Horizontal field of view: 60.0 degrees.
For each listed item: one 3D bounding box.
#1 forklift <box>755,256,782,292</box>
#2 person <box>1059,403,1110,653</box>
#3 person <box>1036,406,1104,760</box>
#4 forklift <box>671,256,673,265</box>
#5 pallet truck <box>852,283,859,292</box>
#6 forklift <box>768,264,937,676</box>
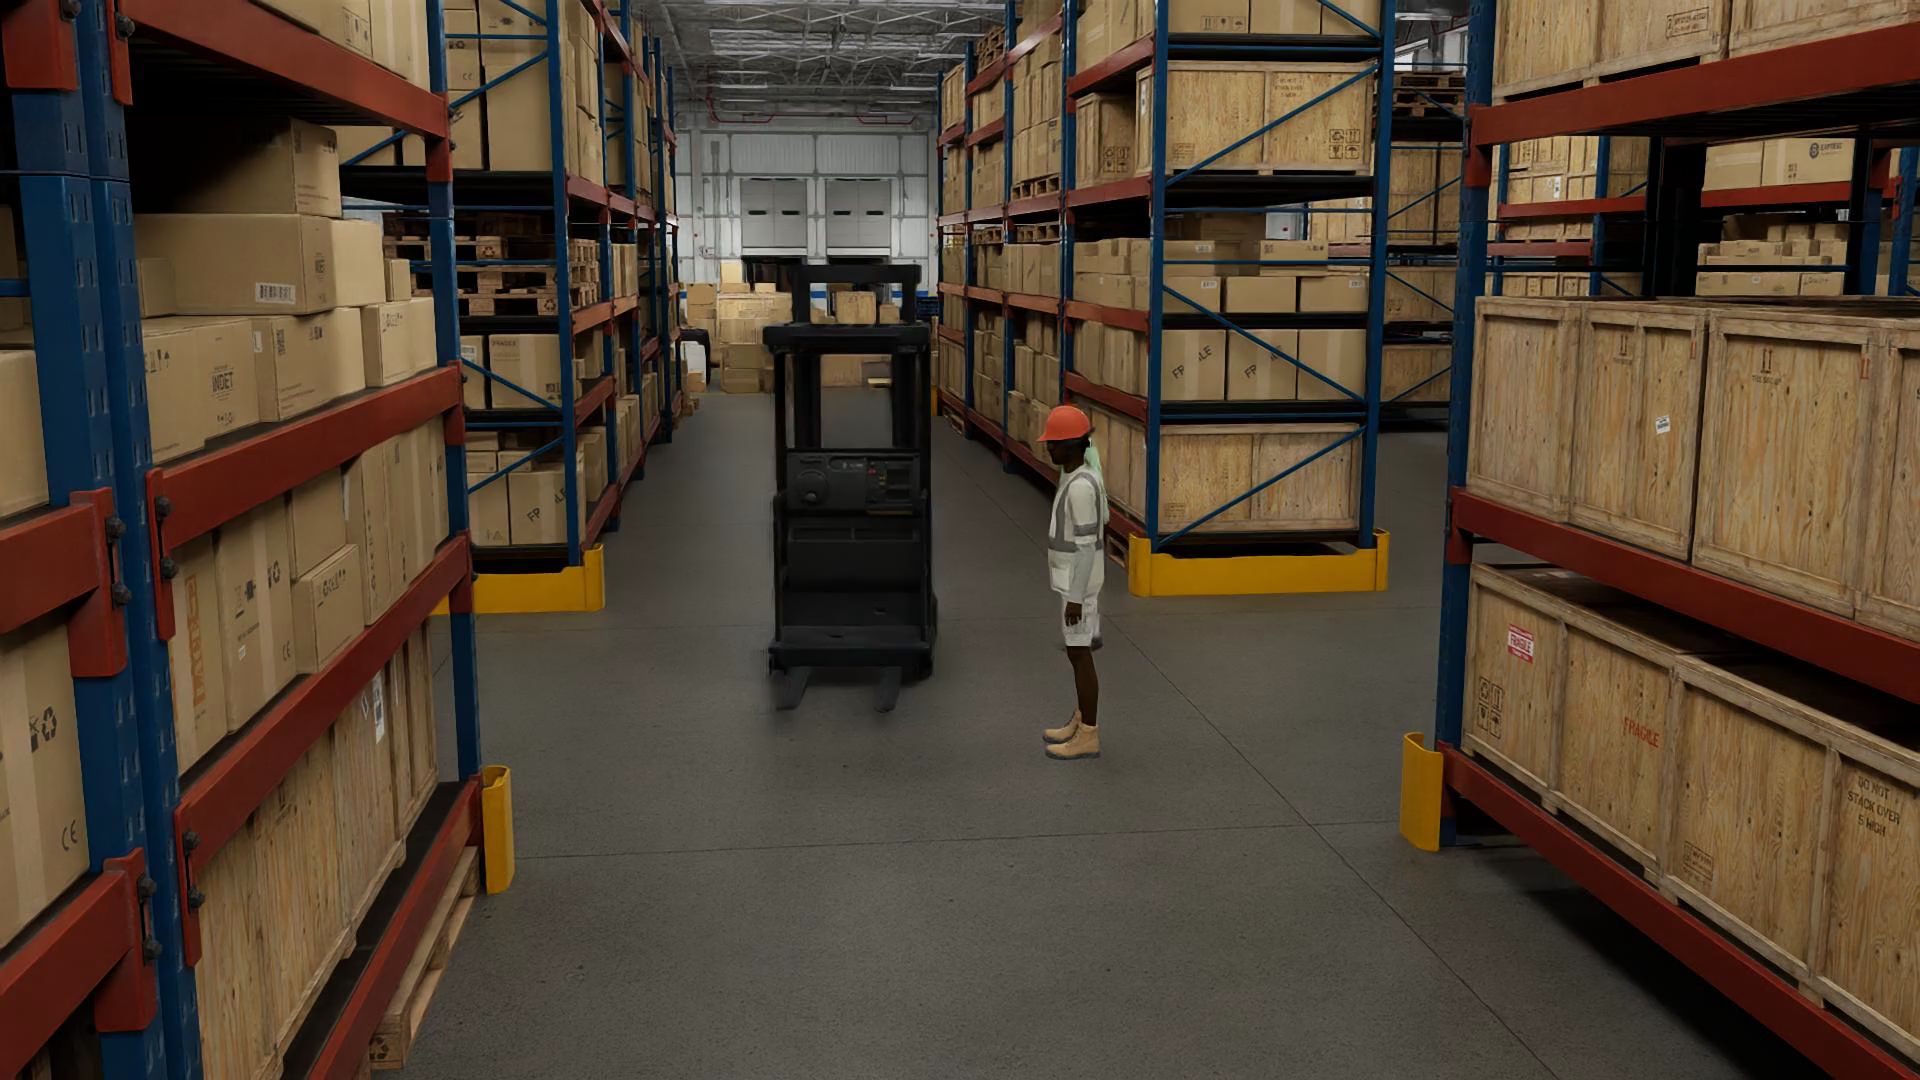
[{"bbox_3d":[-6.827,-8.743,59.466,1.129,2.768,1.873,4,10,21],"label":"forklift"},{"bbox_3d":[0.905,-0.107,12.330,0.417,1.816,0.778,0,10,1],"label":"person"},{"bbox_3d":[0.631,0.246,9.575,0.395,2.038,0.614,0,10,2],"label":"person"},{"bbox_3d":[-10.987,-9.066,61.344,1.129,2.768,1.873,-1,10,-7],"label":"forklift"},{"bbox_3d":[-3.782,-9.391,65.808,1.885,1.965,0.823,2,10,10],"label":"pallet truck"},{"bbox_3d":[-0.744,-0.590,12.001,1.129,2.768,1.873,0,10,0],"label":"forklift"}]
